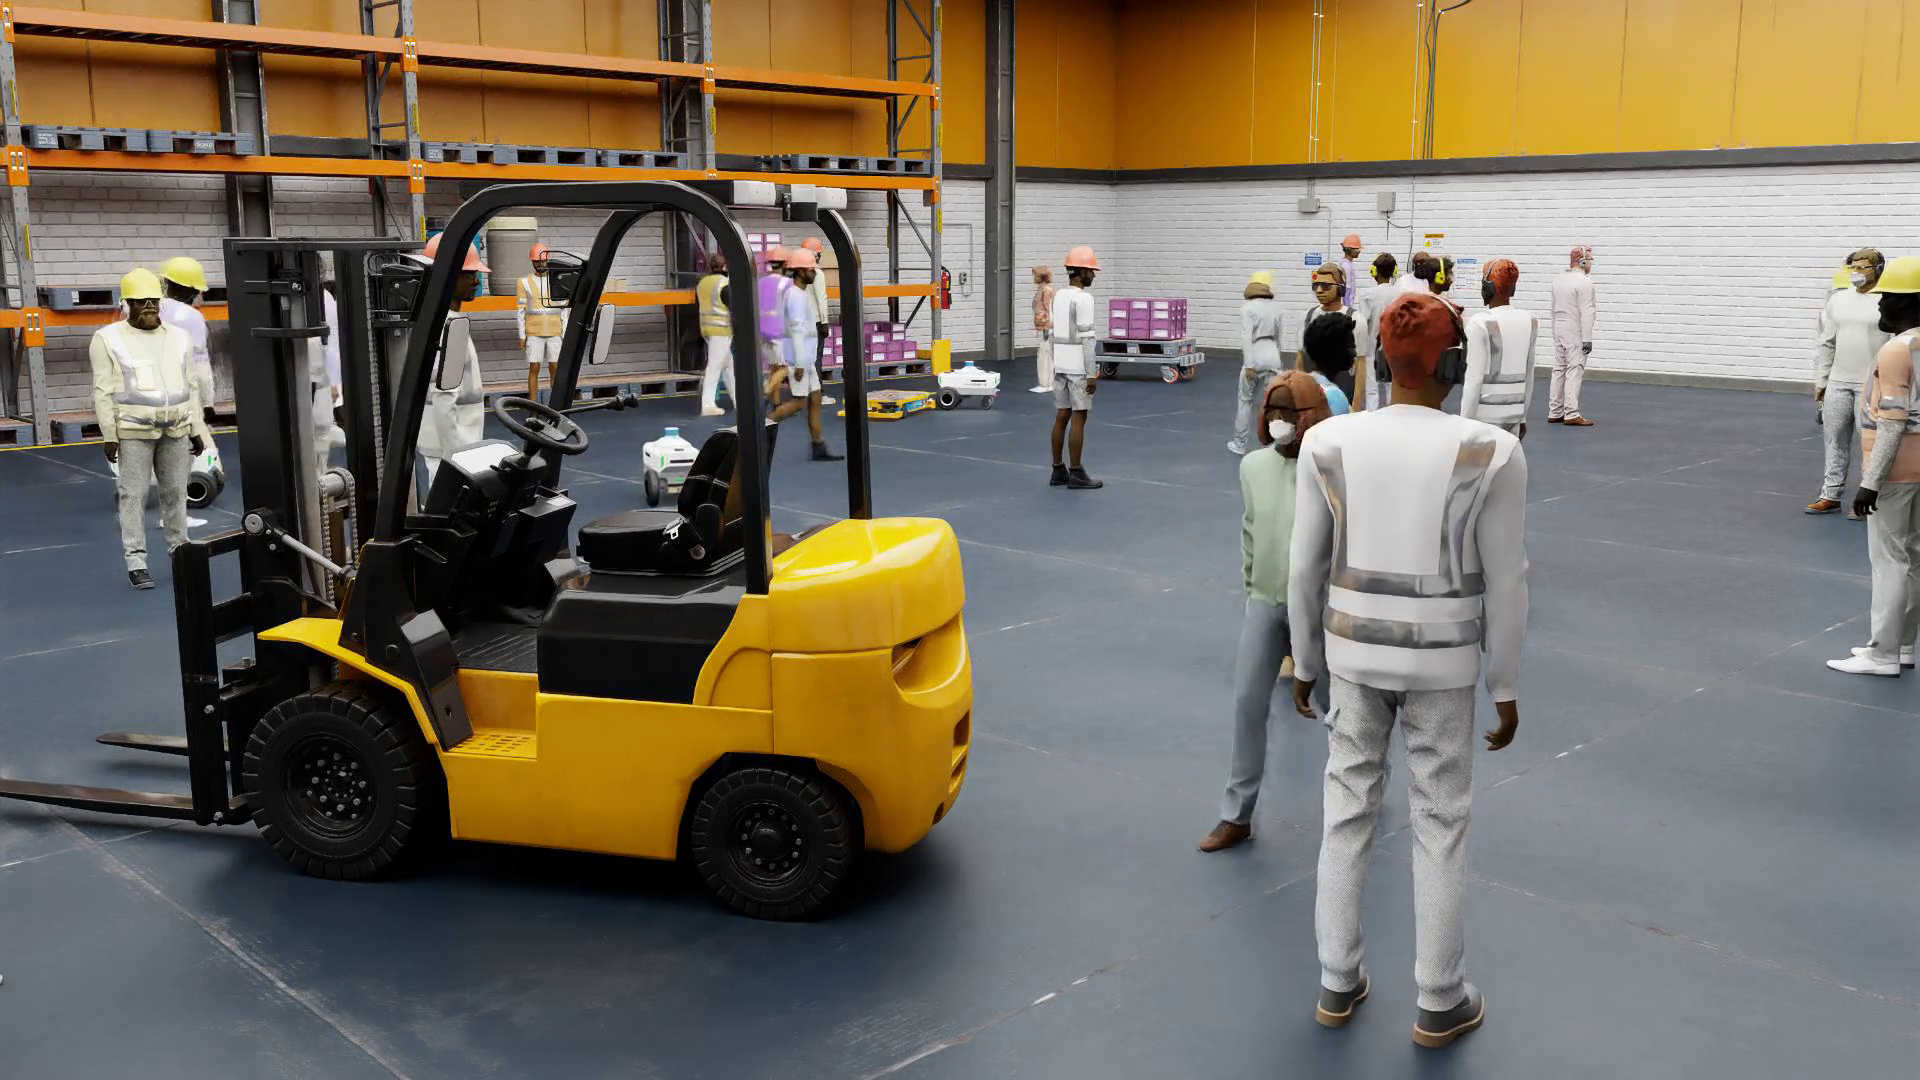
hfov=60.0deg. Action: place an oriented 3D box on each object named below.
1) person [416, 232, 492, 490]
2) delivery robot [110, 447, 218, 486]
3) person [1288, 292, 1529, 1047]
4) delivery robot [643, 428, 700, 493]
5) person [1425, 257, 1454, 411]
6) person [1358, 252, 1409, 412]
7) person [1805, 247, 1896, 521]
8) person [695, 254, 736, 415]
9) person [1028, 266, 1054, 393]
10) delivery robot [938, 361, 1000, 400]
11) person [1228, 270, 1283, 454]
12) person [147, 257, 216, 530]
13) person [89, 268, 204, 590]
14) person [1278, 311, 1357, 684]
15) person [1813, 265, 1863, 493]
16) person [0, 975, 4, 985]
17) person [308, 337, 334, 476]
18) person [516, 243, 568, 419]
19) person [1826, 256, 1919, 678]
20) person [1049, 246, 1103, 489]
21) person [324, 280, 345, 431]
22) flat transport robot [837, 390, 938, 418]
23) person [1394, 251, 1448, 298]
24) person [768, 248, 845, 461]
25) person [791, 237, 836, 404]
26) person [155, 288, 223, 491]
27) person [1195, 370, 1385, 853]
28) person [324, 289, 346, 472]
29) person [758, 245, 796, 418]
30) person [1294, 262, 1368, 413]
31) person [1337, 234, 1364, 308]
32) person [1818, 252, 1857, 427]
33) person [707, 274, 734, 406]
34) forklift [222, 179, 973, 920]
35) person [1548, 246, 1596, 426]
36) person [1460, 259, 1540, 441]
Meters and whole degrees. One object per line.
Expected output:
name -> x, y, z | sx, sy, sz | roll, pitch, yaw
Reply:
person -> -2.428, -0.460, 8.045 | 0.394, 2.042, 0.611 | -3, 11, -15
delivery robot -> -5.944, -0.566, 12.431 | 0.707, 0.478, 0.477 | -3, 11, -16
person -> 1.114, 0.328, 4.182 | 0.584, 1.882, 0.337 | 6, 12, 29
delivery robot -> -2.193, -0.614, 12.693 | 0.477, 0.478, 0.707 | -4, 11, -21
person -> 3.811, -1.407, 13.758 | 0.662, 1.847, 0.498 | 0, 10, 1
person -> 3.801, -1.656, 15.040 | 0.516, 1.871, 0.325 | -2, 11, -12
person -> 6.420, -1.111, 11.880 | 0.356, 1.938, 0.637 | -6, 12, -30
person -> -2.630, -2.330, 18.897 | 0.903, 1.797, 0.645 | -8, 13, -37
person -> 1.033, -2.696, 21.396 | 0.444, 1.624, 0.566 | -1, 10, -6
delivery robot -> 0.112, -1.841, 19.383 | 0.707, 0.478, 0.477 | 1, 10, 6
person -> 2.738, -1.599, 15.195 | 0.504, 1.695, 0.846 | -5, 11, -24
person -> -5.491, -1.003, 11.469 | 0.752, 1.872, 0.469 | 3, 11, 18
person -> -4.669, -0.643, 9.619 | 0.404, 1.833, 0.590 | 8, 13, 38
person -> 1.637, -0.176, 7.461 | 0.427, 1.680, 0.555 | 0, 10, 0
person -> 7.034, -1.258, 13.079 | 0.667, 1.802, 0.610 | -10, 14, -44
person -> -2.668, 0.447, 4.199 | 0.309, 1.641, 0.511 | -5, 11, -25
person -> -3.808, -0.664, 9.434 | 0.559, 1.936, 0.639 | -9, 14, -41
person -> -4.558, -2.272, 18.214 | 0.551, 1.936, 0.357 | -4, 11, -21
person -> 4.290, -0.329, 7.643 | 0.586, 1.928, 0.369 | -9, 14, -41
person -> 0.942, -1.377, 13.344 | 0.377, 1.932, 0.551 | -6, 12, -28
person -> -5.394, -1.403, 14.294 | 0.807, 1.640, 0.578 | -1, 10, -3
flat transport robot -> -0.800, -1.543, 18.787 | 0.652, 0.197, 1.431 | 4, 11, 19
person -> 5.200, -2.342, 18.859 | 0.634, 1.841, 0.429 | 2, 11, 10
person -> -1.484, -1.630, 14.801 | 0.826, 1.916, 0.547 | -1, 10, -4
person -> -1.778, -2.620, 19.958 | 0.375, 1.995, 0.611 | -9, 14, -42
person -> -6.209, -1.179, 13.158 | 0.520, 1.596, 0.737 | 8, 13, 36
person -> 1.174, 0.218, 5.591 | 0.835, 1.601, 0.510 | -10, 14, -43
person -> -4.818, -1.239, 12.662 | 0.768, 1.916, 0.630 | -10, 14, -44
person -> -2.058, -2.248, 18.154 | 0.568, 1.912, 0.705 | 8, 13, 37
person -> 2.419, -0.900, 10.985 | 0.507, 1.846, 0.344 | 9, 13, 39
person -> 5.592, -3.393, 24.077 | 0.422, 2.034, 0.611 | 2, 11, 10
person -> 9.330, -2.084, 17.433 | 0.422, 1.849, 0.534 | -9, 14, -41
person -> -2.732, -2.478, 19.746 | 0.584, 1.804, 0.778 | -1, 10, -3
forklift -> -1.114, -0.058, 5.440 | 2.313, 2.155, 1.214 | 2, 11, 13
person -> 6.580, -2.177, 17.785 | 0.401, 1.906, 0.651 | -2, 11, -11
person -> 3.187, -0.729, 9.950 | 0.584, 1.882, 0.347 | -7, 12, -32
